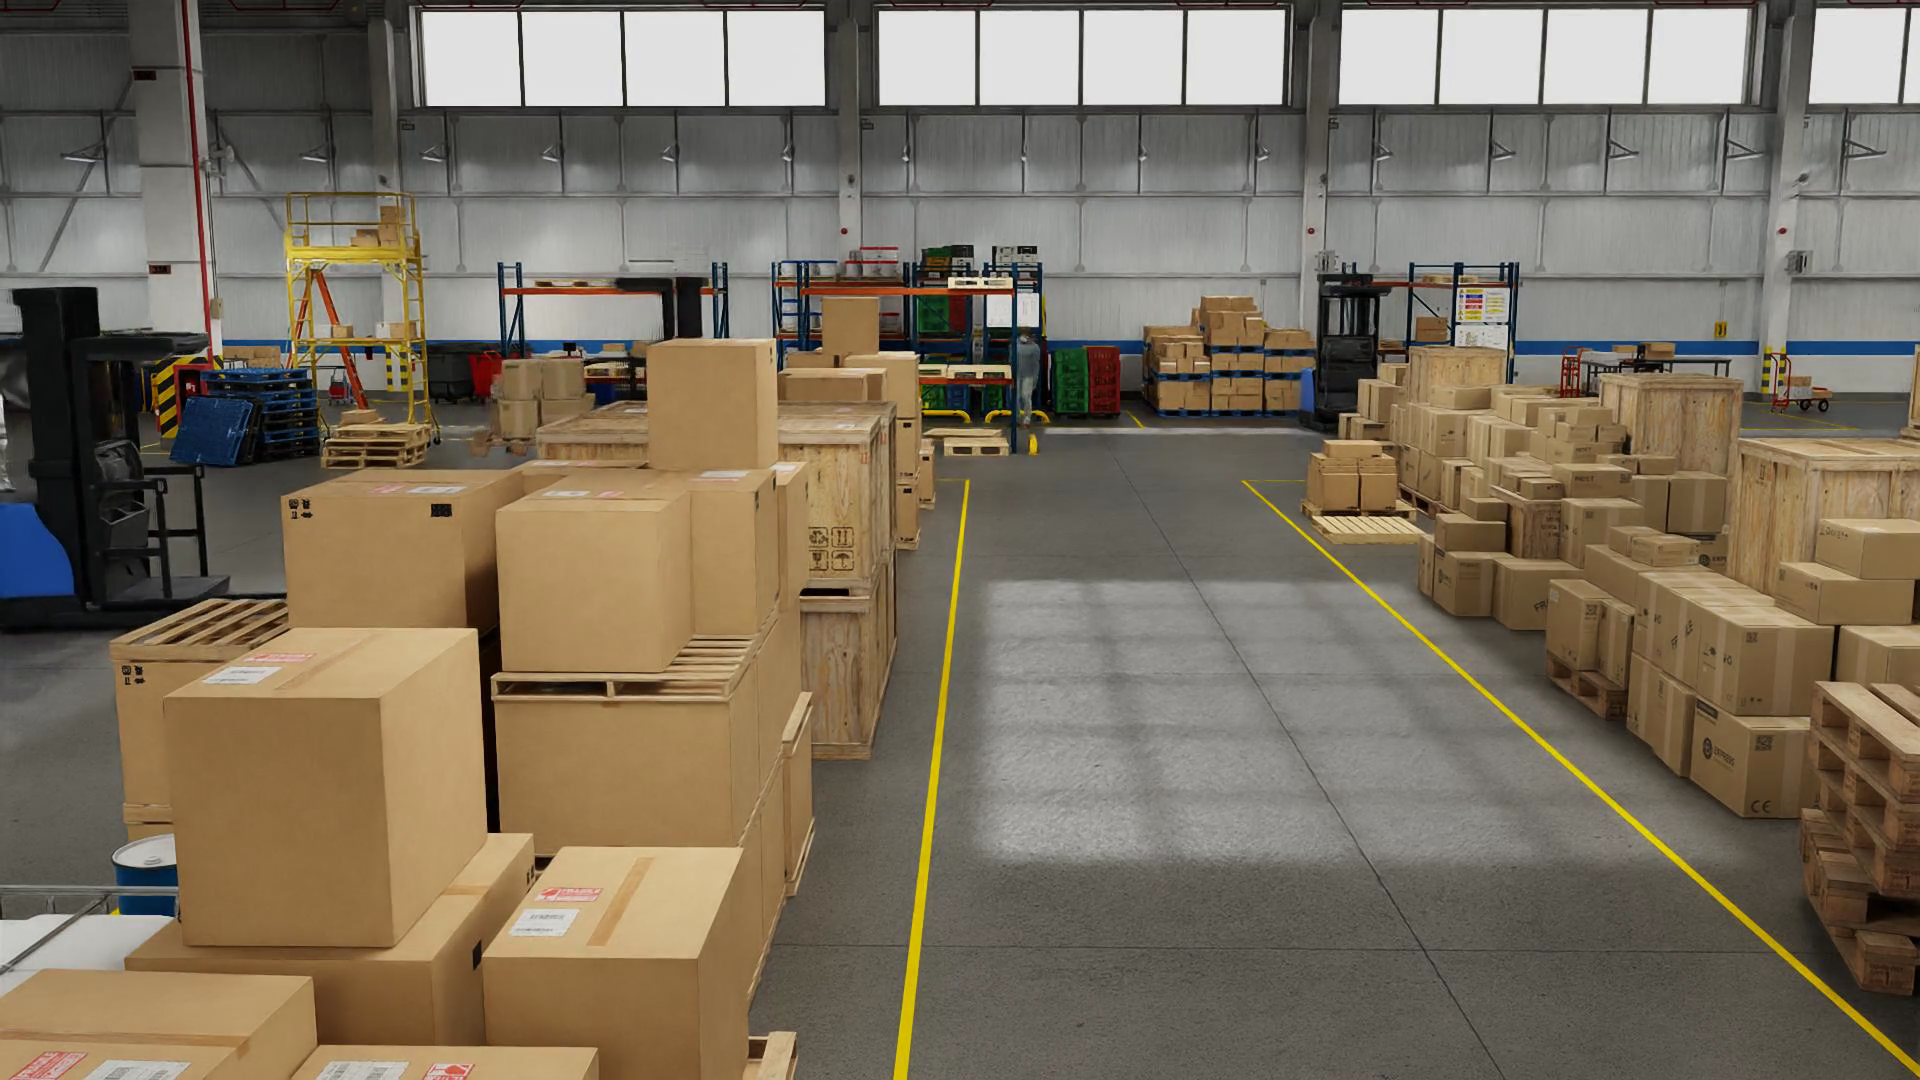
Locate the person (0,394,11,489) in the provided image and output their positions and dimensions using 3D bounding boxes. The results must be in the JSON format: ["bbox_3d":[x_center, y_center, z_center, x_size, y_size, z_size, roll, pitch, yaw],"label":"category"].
[{"bbox_3d":[-11.045,-1.052,18.941,0.339,1.878,0.571,-1,10,-6],"label":"person"}]

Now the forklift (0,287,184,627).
[{"bbox_3d":[-7.451,-0.717,13.927,1.873,2.768,1.129,-1,10,-8],"label":"forklift"}]

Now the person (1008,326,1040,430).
[{"bbox_3d":[1.164,-2.921,30.072,0.650,1.894,0.553,4,10,22],"label":"person"}]

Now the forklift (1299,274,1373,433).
[{"bbox_3d":[6.904,-3.406,30.036,1.129,2.768,1.873,0,9,-3],"label":"forklift"}]

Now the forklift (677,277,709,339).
[{"bbox_3d":[-3.855,-2.395,23.983,1.873,2.768,1.129,-2,10,-12],"label":"forklift"}]
